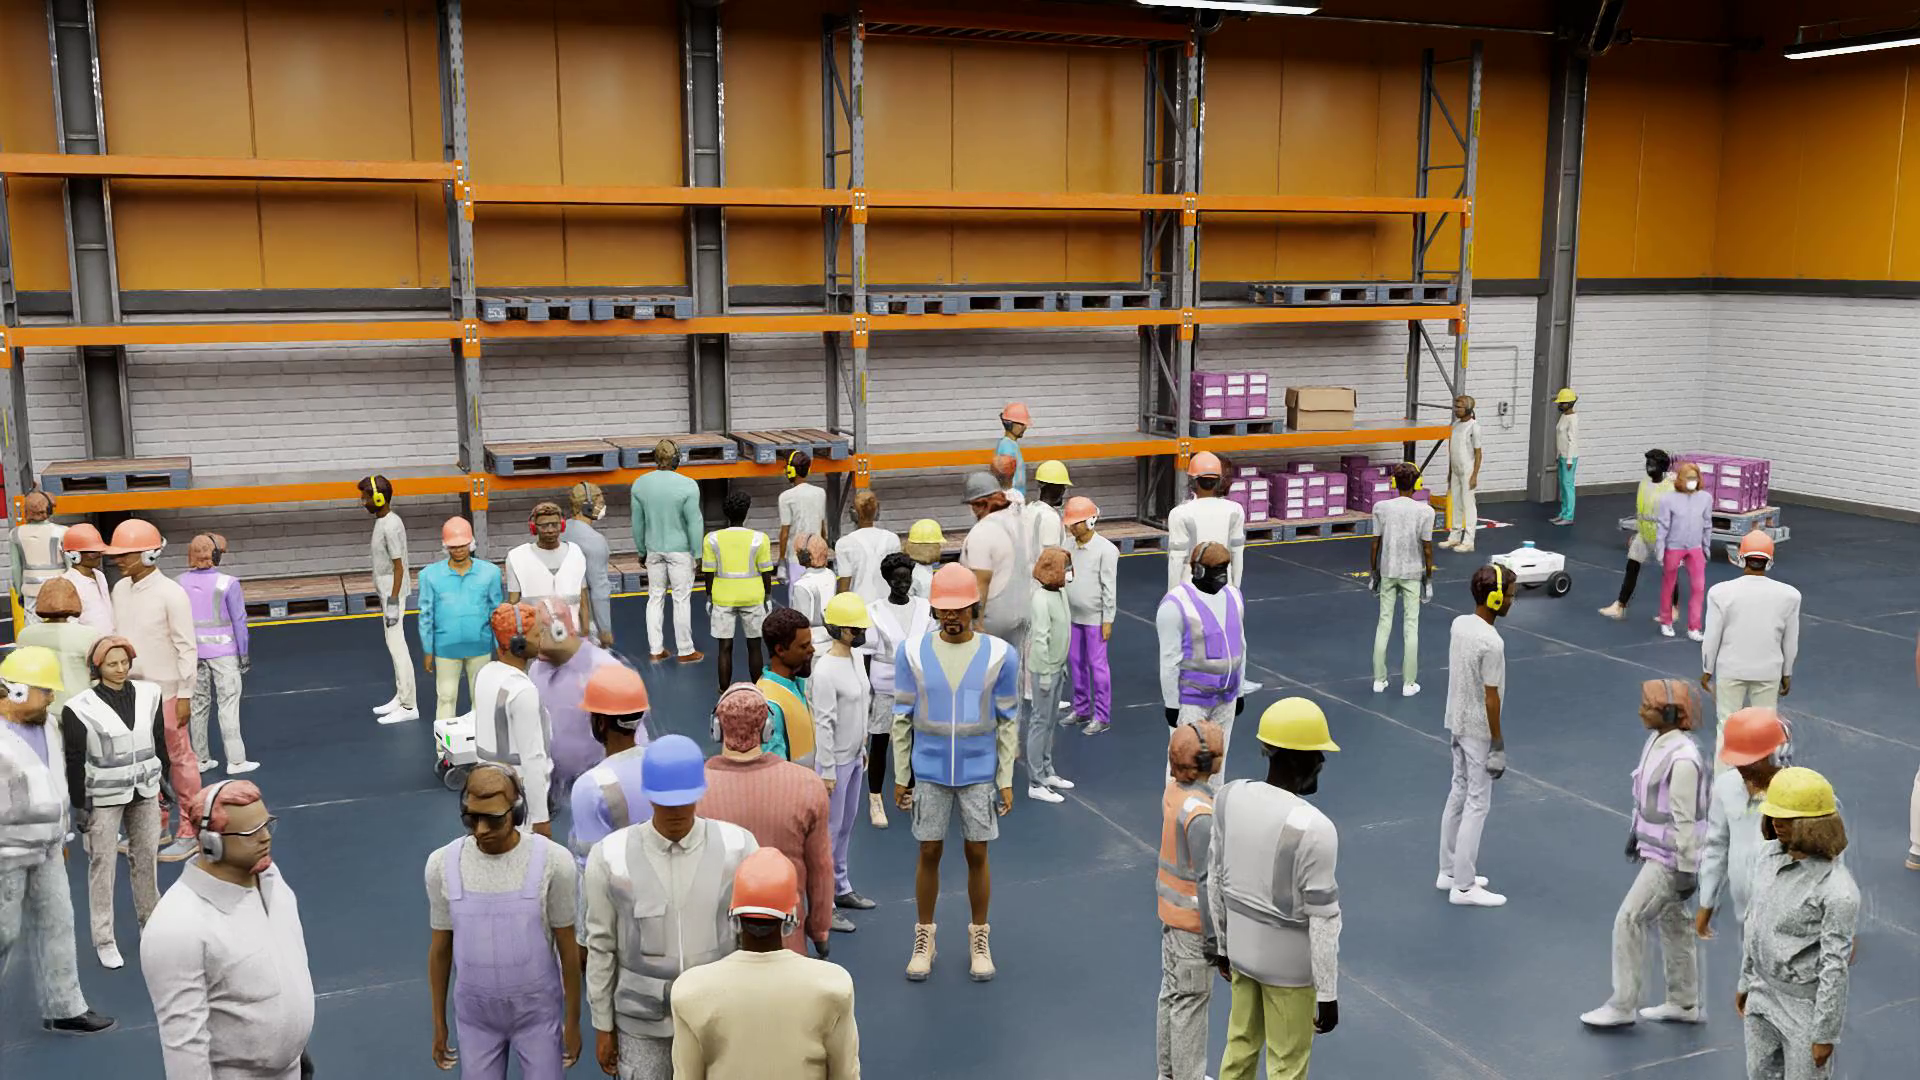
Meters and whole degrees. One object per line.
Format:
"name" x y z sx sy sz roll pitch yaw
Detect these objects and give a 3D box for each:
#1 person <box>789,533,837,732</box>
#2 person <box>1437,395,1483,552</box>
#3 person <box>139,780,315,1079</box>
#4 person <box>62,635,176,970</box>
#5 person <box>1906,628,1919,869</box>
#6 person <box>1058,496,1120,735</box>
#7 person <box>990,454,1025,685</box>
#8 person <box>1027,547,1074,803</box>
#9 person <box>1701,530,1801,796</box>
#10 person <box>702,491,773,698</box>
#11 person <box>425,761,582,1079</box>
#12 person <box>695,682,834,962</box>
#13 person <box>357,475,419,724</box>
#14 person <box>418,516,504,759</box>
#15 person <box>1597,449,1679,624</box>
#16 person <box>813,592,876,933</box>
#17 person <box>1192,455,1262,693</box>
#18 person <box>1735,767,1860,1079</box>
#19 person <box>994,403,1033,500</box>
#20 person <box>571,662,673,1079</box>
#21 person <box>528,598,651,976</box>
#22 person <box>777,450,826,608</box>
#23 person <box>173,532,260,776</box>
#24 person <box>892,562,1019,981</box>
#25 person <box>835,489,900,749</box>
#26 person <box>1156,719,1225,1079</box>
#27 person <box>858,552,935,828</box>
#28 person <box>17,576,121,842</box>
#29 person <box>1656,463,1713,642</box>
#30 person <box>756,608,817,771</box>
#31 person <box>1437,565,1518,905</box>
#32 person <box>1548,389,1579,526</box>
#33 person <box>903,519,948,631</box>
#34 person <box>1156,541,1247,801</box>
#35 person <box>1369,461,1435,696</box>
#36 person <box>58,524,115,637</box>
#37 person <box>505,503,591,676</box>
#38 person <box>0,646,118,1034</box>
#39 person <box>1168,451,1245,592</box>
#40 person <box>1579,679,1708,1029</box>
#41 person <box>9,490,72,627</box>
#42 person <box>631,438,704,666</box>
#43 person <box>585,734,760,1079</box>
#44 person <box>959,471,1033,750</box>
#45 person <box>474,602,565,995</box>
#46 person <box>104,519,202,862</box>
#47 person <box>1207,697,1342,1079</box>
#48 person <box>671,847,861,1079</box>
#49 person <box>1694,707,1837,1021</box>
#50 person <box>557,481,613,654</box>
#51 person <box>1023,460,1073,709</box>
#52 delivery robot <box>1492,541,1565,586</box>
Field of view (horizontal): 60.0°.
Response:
"person" -0.982 0.761 11.183 0.305 1.640 0.522 3 10 19
"person" 5.883 -0.777 19.452 0.351 1.847 0.507 -3 10 -17
"person" -2.208 1.670 5.175 0.406 1.911 0.636 1 10 5
"person" -4.148 1.273 8.233 0.306 1.640 0.522 6 12 31
"person" 5.577 0.922 9.233 0.377 1.995 0.611 -2 10 -13
"person" 0.905 0.540 12.181 0.355 1.736 0.576 -8 13 -39
"person" 0.380 0.237 13.497 0.337 1.882 0.584 1 10 7
"person" 0.590 0.848 10.698 0.284 1.634 0.498 3 10 19
"person" 5.008 0.807 10.590 0.564 1.751 0.342 2 10 12
"person" -1.691 0.468 12.705 0.540 1.695 0.317 0 10 -2
"person" -1.542 1.626 5.650 0.511 1.836 0.357 0 10 -1
"person" -0.804 1.476 6.298 0.652 1.906 0.403 -2 10 -14
"person" -4.269 0.437 12.411 0.334 1.863 0.528 -4 11 -22
"person" -3.332 0.705 11.176 0.563 1.752 0.341 -4 11 -21
"person" 6.438 -0.019 15.598 0.834 1.653 0.546 -3 10 -17
"person" -0.593 1.135 8.665 0.327 1.767 0.533 3 10 17
"person" 2.108 0.277 13.219 0.771 1.894 0.623 4 11 22
"person" 2.919 1.636 5.875 0.328 1.734 0.481 -2 10 -9
"person" 0.513 -0.328 16.320 0.392 2.035 0.605 0 10 -1
"person" -1.311 1.429 6.477 0.362 1.938 0.545 5 11 29
"person" -1.837 1.191 8.153 0.850 1.840 0.680 -10 14 -44
"person" -1.323 0.175 13.942 0.325 1.859 0.517 9 13 42
"person" -4.999 0.769 11.136 0.521 1.639 0.310 2 10 11
"person" -0.024 1.113 7.997 0.608 2.044 0.370 0 10 2
"person" -0.655 0.556 11.771 0.516 1.843 0.326 -6 12 -31
"person" 0.947 1.531 6.735 0.307 1.645 0.513 -1 10 -7
"person" -0.374 0.907 10.179 0.541 1.696 0.315 -5 11 -27
"person" -5.224 1.022 9.733 0.506 1.628 0.277 1 10 4
"person" 6.543 0.119 14.963 0.538 1.605 0.711 0 10 1
"person" -0.806 1.248 7.576 0.392 1.919 0.591 0 10 -2
"person" 2.788 1.046 8.938 0.346 1.857 0.523 -1 10 -8
"person" 7.764 -1.062 21.357 0.338 1.761 0.524 1 10 5
"person" -0.245 0.719 11.157 0.331 1.736 0.494 -3 10 -18
"person" 1.440 0.907 9.786 0.626 1.837 0.429 -7 12 -34
"person" 3.495 0.306 13.177 0.510 1.862 0.327 6 11 29
"person" -5.668 0.759 10.868 0.325 1.752 0.563 -1 10 -5
"person" -2.756 0.654 11.202 0.563 1.846 0.390 -6 11 -30
"person" -4.244 1.354 7.397 0.803 1.781 0.621 1 10 4
"person" 1.797 0.360 12.327 0.605 2.045 0.378 -3 10 -17
"person" 3.068 1.414 7.477 0.664 1.613 0.552 2 10 12
"person" -7.178 0.429 13.091 0.513 1.642 0.313 0 10 -1
"person" -2.460 0.106 14.095 0.636 1.938 0.358 3 10 17
"person" -0.940 1.581 5.591 0.607 1.940 0.415 -2 10 -14
"person" 0.227 0.499 11.539 0.547 2.000 0.726 6 12 33
"person" -2.082 1.222 7.826 0.349 1.882 0.577 -7 12 -36
"person" -4.653 0.861 9.585 0.612 1.994 0.395 5 11 28
"person" 1.156 1.510 6.045 0.373 1.922 0.593 -7 12 -33
"person" -0.577 1.775 5.010 0.564 1.751 0.330 -1 10 -6
"person" 3.220 1.503 6.691 0.547 1.706 0.584 -3 10 -16
"person" -2.593 0.555 11.506 0.355 1.938 0.634 -8 13 -39
"person" 0.671 0.342 12.799 0.395 1.918 0.586 -2 10 -13
"delivery robot" 5.787 0.256 16.947 0.707 0.478 0.477 -3 10 -19
